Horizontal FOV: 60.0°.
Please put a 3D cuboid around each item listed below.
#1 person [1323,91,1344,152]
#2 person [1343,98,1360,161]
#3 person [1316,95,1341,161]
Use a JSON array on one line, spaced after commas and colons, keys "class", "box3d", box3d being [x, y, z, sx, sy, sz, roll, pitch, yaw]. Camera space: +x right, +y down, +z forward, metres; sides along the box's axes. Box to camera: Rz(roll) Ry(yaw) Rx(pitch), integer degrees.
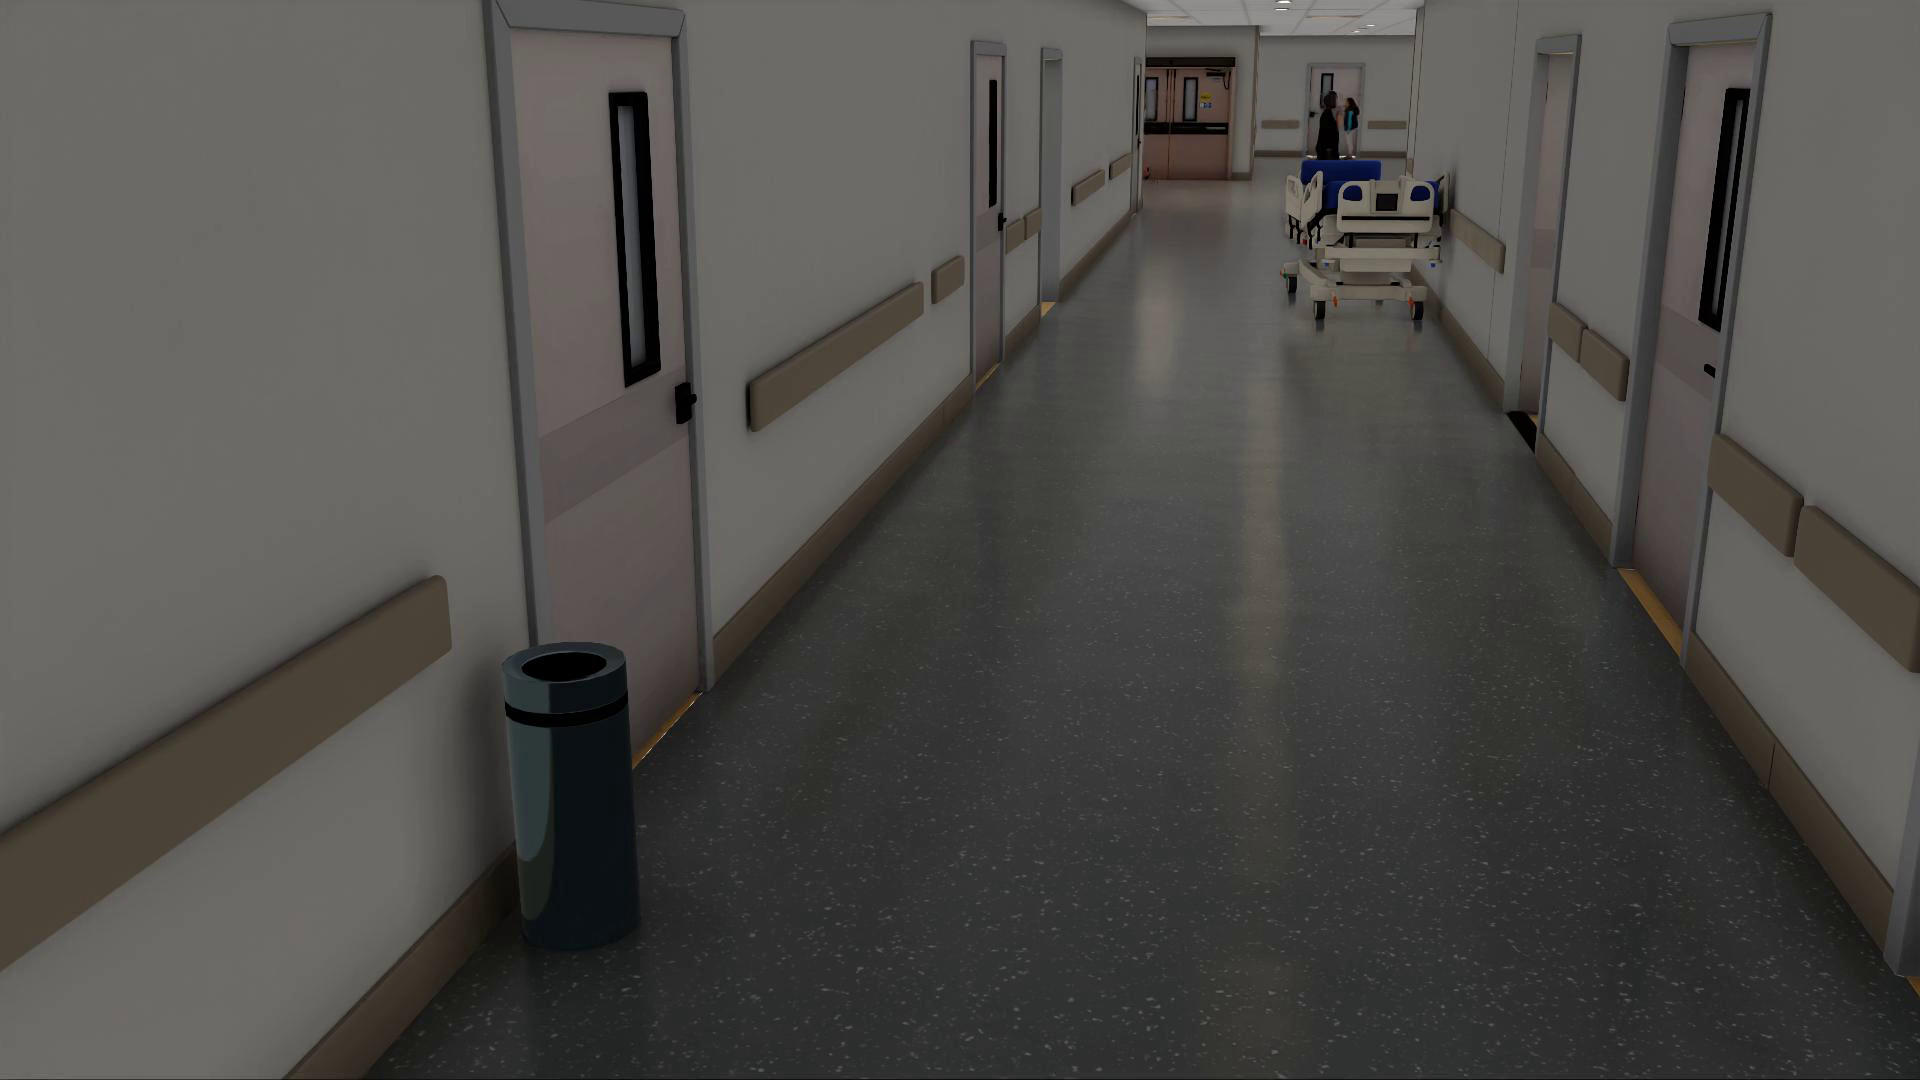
[{"class": "person", "box3d": [7.940, -8.657, 35.389, 1.036, 1.691, 0.939, 10, 19, 33]}, {"class": "person", "box3d": [9.609, -10.124, 40.945, 0.555, 1.499, 0.548, 2, 16, 9]}, {"class": "person", "box3d": [5.838, -6.292, 26.881, 0.718, 1.754, 0.714, 0, 16, 0]}]
